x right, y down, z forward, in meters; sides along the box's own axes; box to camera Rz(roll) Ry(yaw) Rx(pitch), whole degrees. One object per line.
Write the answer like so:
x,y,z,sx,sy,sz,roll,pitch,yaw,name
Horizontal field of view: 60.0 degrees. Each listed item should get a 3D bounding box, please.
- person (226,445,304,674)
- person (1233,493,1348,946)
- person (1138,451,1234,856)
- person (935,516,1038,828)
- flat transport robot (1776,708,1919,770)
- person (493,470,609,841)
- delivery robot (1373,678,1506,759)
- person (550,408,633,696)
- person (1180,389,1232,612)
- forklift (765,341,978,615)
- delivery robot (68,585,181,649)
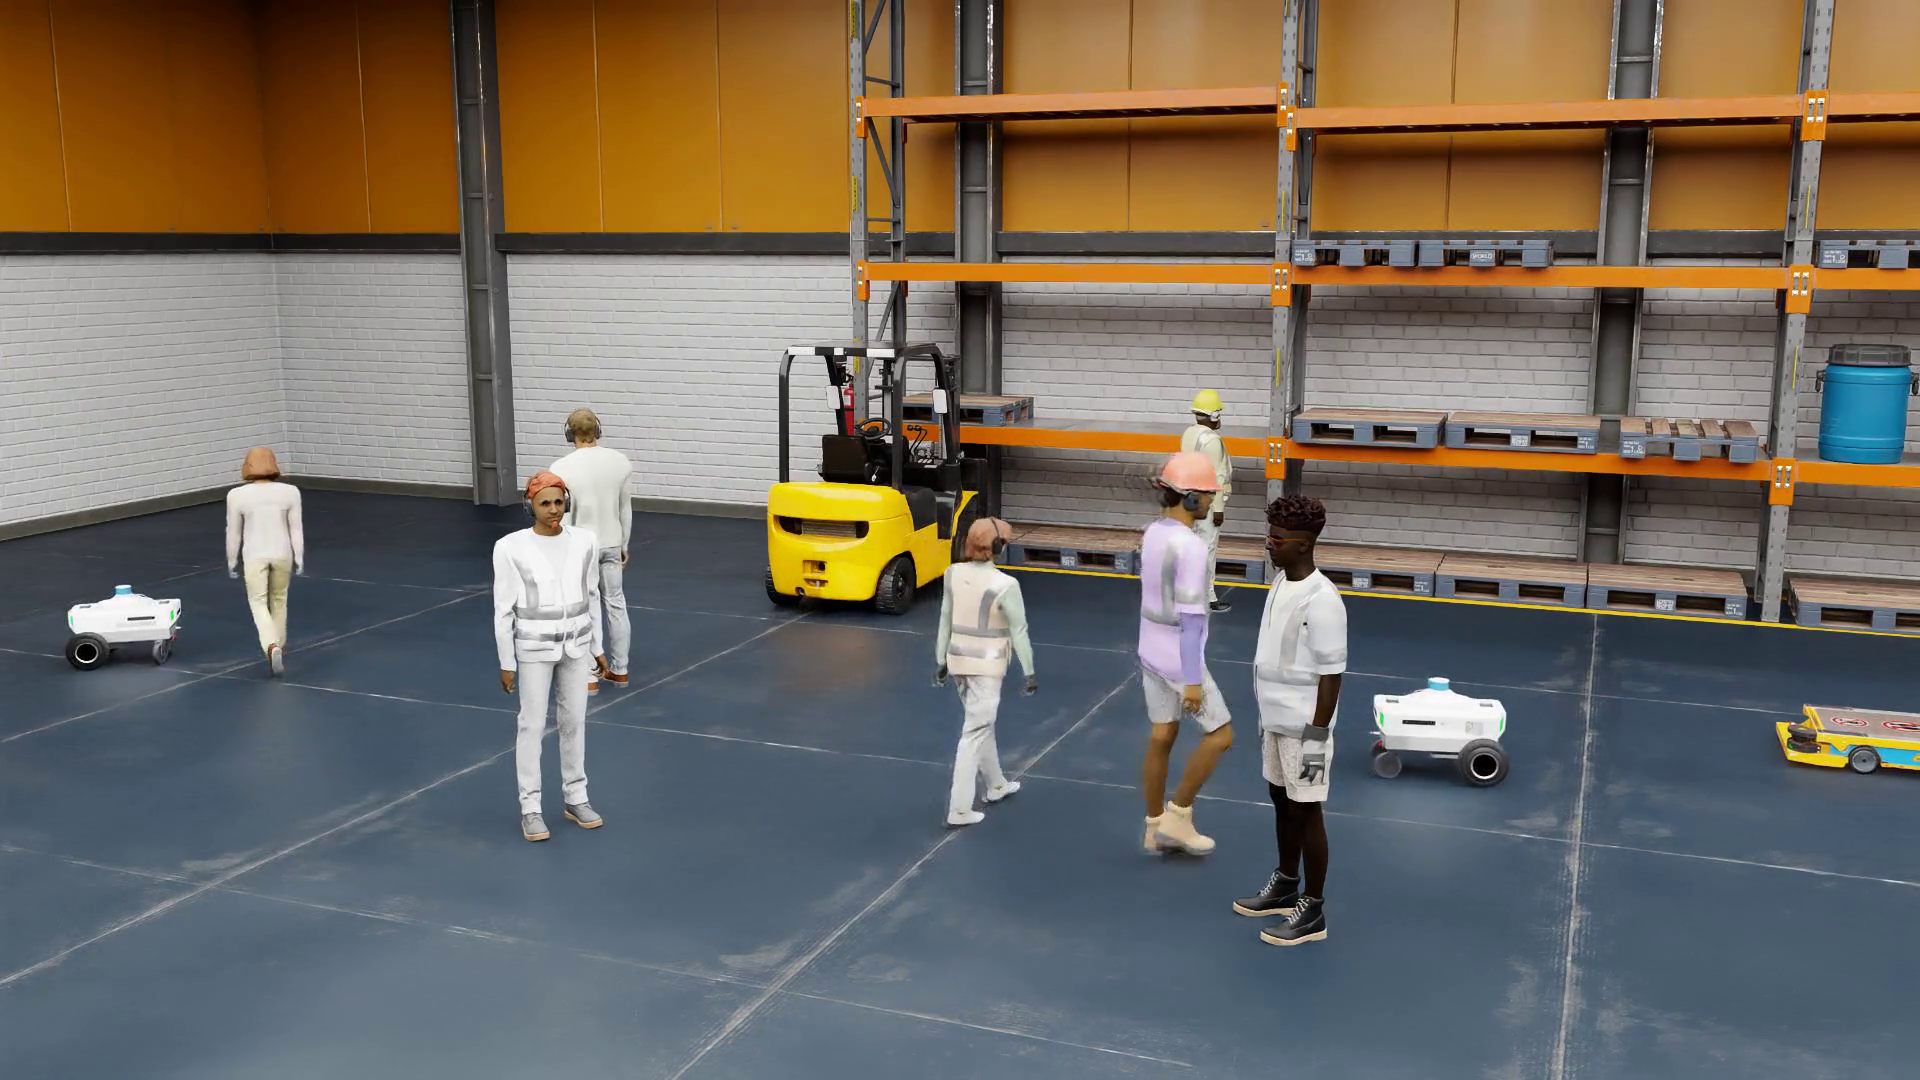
-4.899,0.137,11.770,0.507,1.610,0.727,-6,12,-32,person
1.451,0.769,7.242,0.361,1.965,0.613,-2,10,-10,person
1.115,0.575,8.148,0.483,2.027,0.648,-3,11,-16,person
0.179,0.675,8.733,0.756,1.604,0.542,-10,14,-43,person
5.574,1.181,9.670,1.431,0.197,0.652,4,11,20,flat transport robot
-2.084,0.582,8.516,0.587,1.882,0.342,-8,13,-38,person
2.721,1.028,9.472,0.707,0.478,0.477,2,10,9,delivery robot
-2.478,0.079,11.181,0.372,1.935,0.627,10,14,43,person
2.031,-0.325,13.695,0.404,1.837,0.594,-3,11,-17,person
-0.739,-0.602,14.246,1.214,2.155,2.313,4,11,21,forklift
-6.030,0.569,12.029,0.707,0.478,0.477,-3,11,-18,delivery robot
